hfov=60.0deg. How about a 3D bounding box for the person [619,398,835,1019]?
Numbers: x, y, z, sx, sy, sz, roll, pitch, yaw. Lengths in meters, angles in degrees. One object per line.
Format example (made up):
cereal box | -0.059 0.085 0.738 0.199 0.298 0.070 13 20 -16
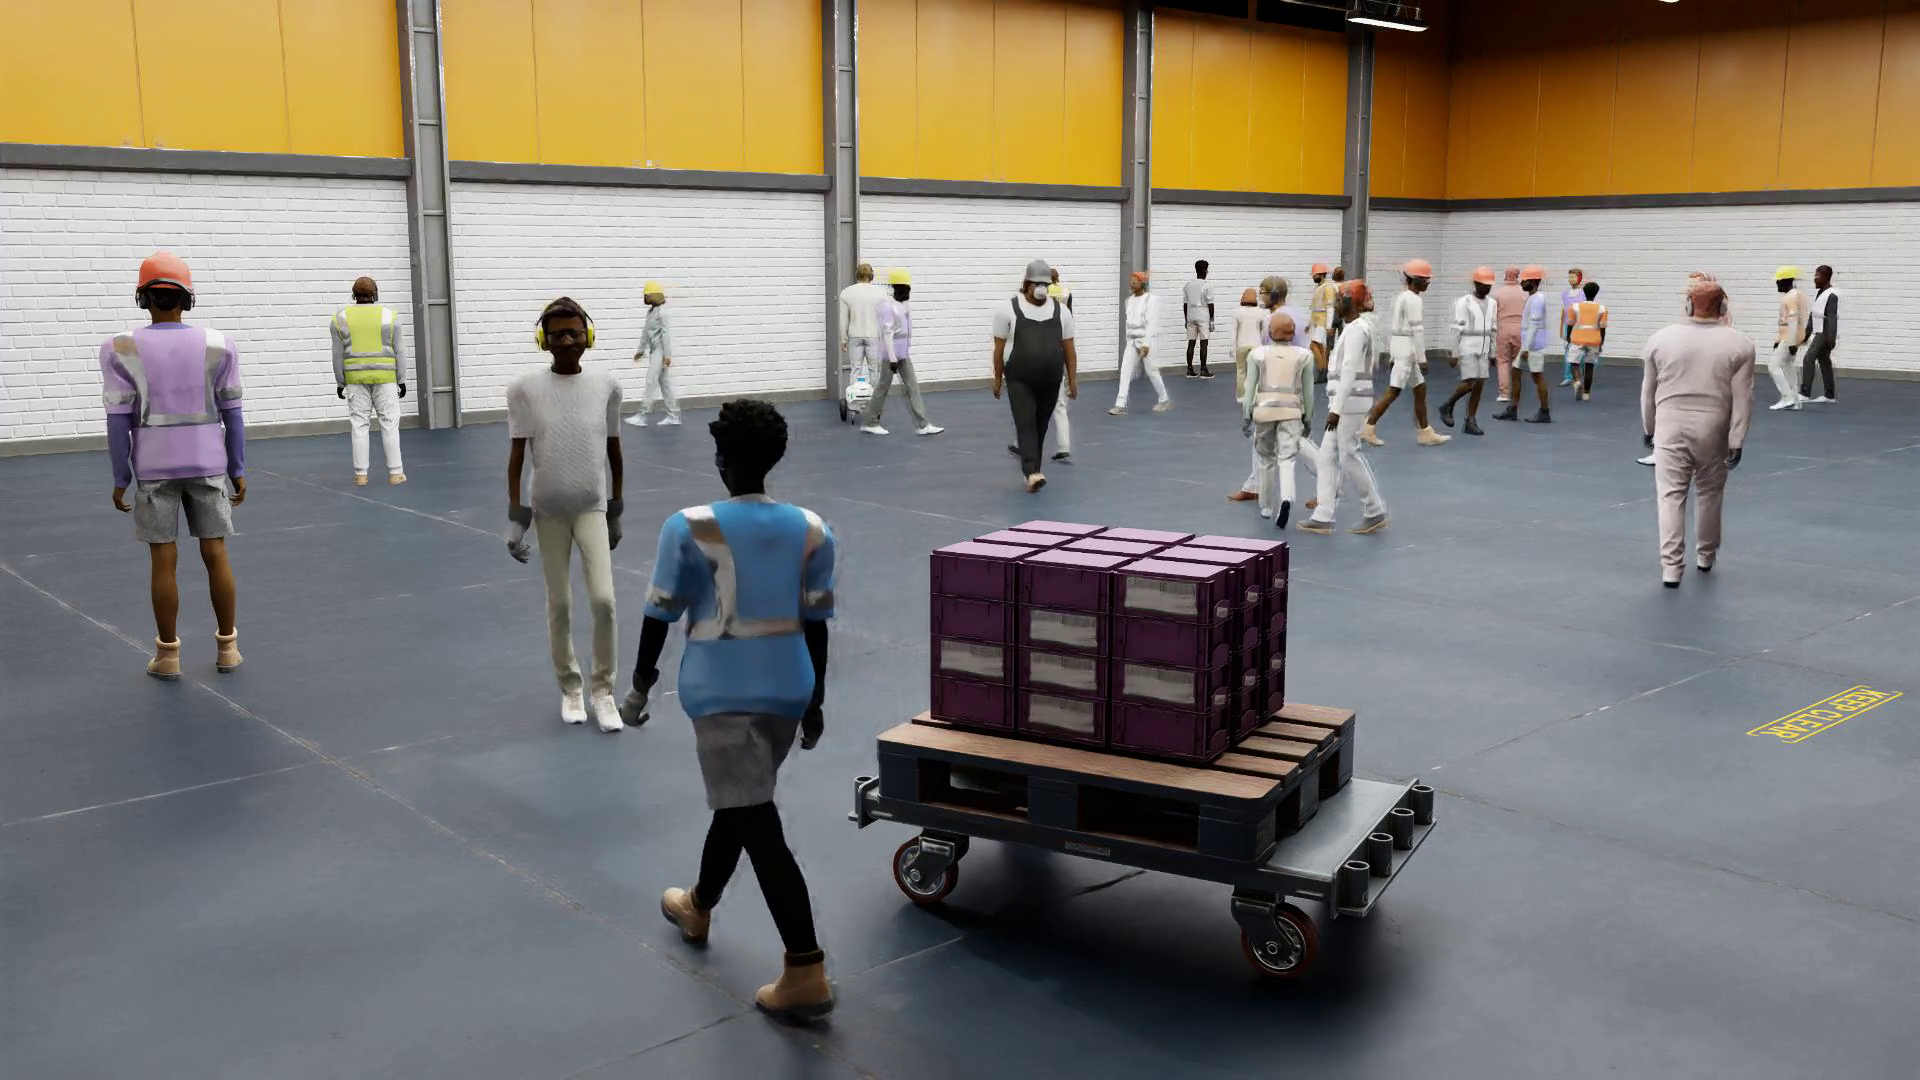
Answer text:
person | -0.592 0.433 4.585 0.917 1.635 0.535 9 13 44

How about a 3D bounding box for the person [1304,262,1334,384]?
person | 5.656 -3.439 26.432 0.522 1.919 0.557 -1 10 -7

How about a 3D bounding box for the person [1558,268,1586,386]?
person | 9.575 -3.294 25.826 0.466 1.832 0.586 -5 11 -29

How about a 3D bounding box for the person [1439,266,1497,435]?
person | 5.816 -2.148 18.890 0.564 1.913 0.575 -5 11 -25

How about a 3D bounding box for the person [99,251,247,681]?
person | -3.745 -0.347 7.968 0.610 2.043 0.375 -6 12 -33

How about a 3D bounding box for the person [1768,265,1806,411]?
person | 10.785 -2.623 21.697 0.483 1.904 0.615 5 11 29

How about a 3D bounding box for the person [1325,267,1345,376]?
person | 6.260 -3.597 27.571 0.514 1.846 0.339 3 10 16

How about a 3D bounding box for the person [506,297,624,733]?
person | -1.663 -0.093 7.053 0.523 1.848 0.658 -3 10 -17

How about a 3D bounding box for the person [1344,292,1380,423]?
person | 4.744 -2.167 19.869 0.652 1.606 0.518 -7 12 -34

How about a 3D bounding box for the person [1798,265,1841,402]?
person | 11.784 -2.833 22.978 0.796 1.893 0.594 3 10 14

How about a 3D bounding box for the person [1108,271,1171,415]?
person | 2.339 -2.530 21.368 0.992 1.844 0.574 -9 13 -41

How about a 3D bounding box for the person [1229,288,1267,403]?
person | 3.916 -2.612 22.559 0.520 1.588 0.867 1 10 6

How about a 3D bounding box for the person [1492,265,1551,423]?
person | 6.859 -2.374 20.215 0.769 1.907 0.588 2 10 12

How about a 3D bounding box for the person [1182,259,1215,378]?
person | 3.977 -3.662 27.595 0.611 1.965 0.362 9 13 42

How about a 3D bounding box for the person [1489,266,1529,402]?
person | 7.623 -2.856 23.122 0.667 1.879 0.440 0 10 2

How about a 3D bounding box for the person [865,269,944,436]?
person | -0.675 -2.102 18.728 0.981 1.871 0.607 5 11 26

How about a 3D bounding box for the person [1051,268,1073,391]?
person | 1.360 -3.114 24.758 0.630 1.843 0.429 -1 10 -5

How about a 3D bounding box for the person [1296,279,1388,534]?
person | 2.833 -0.953 12.075 0.672 1.853 0.655 1 10 6

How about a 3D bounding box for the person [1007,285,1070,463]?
person | 0.828 -1.658 16.405 0.613 1.781 0.949 -6 11 -31

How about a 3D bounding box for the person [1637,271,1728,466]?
person | 6.858 -1.587 15.693 0.876 1.873 0.668 -1 10 -9

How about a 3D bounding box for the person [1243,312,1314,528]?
person | 2.408 -0.913 12.577 0.529 1.605 0.754 2 10 11

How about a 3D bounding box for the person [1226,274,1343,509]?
person | 2.680 -1.197 13.458 0.970 1.896 0.644 4 10 22

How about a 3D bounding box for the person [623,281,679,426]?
person | -3.716 -2.204 19.796 0.789 1.714 0.493 -5 11 -26

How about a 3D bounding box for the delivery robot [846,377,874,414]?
delivery robot | -1.198 -1.744 20.221 0.477 0.478 0.707 -1 10 -8

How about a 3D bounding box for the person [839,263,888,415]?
person | -1.216 -2.560 21.228 0.634 1.937 0.355 1 10 5

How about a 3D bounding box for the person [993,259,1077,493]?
person | 0.683 -1.433 14.331 0.698 2.000 1.010 -2 10 -14

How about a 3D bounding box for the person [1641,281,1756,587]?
person | 4.590 -0.670 10.386 0.644 1.859 0.979 5 11 26

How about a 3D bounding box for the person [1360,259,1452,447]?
person | 4.707 -1.968 17.644 1.019 2.002 0.622 1 10 6

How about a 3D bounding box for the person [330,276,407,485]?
person | -5.223 -1.406 14.750 0.621 1.845 0.429 -2 10 -14

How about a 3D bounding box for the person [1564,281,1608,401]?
person | 8.650 -2.728 22.976 0.546 1.673 0.666 3 10 15
